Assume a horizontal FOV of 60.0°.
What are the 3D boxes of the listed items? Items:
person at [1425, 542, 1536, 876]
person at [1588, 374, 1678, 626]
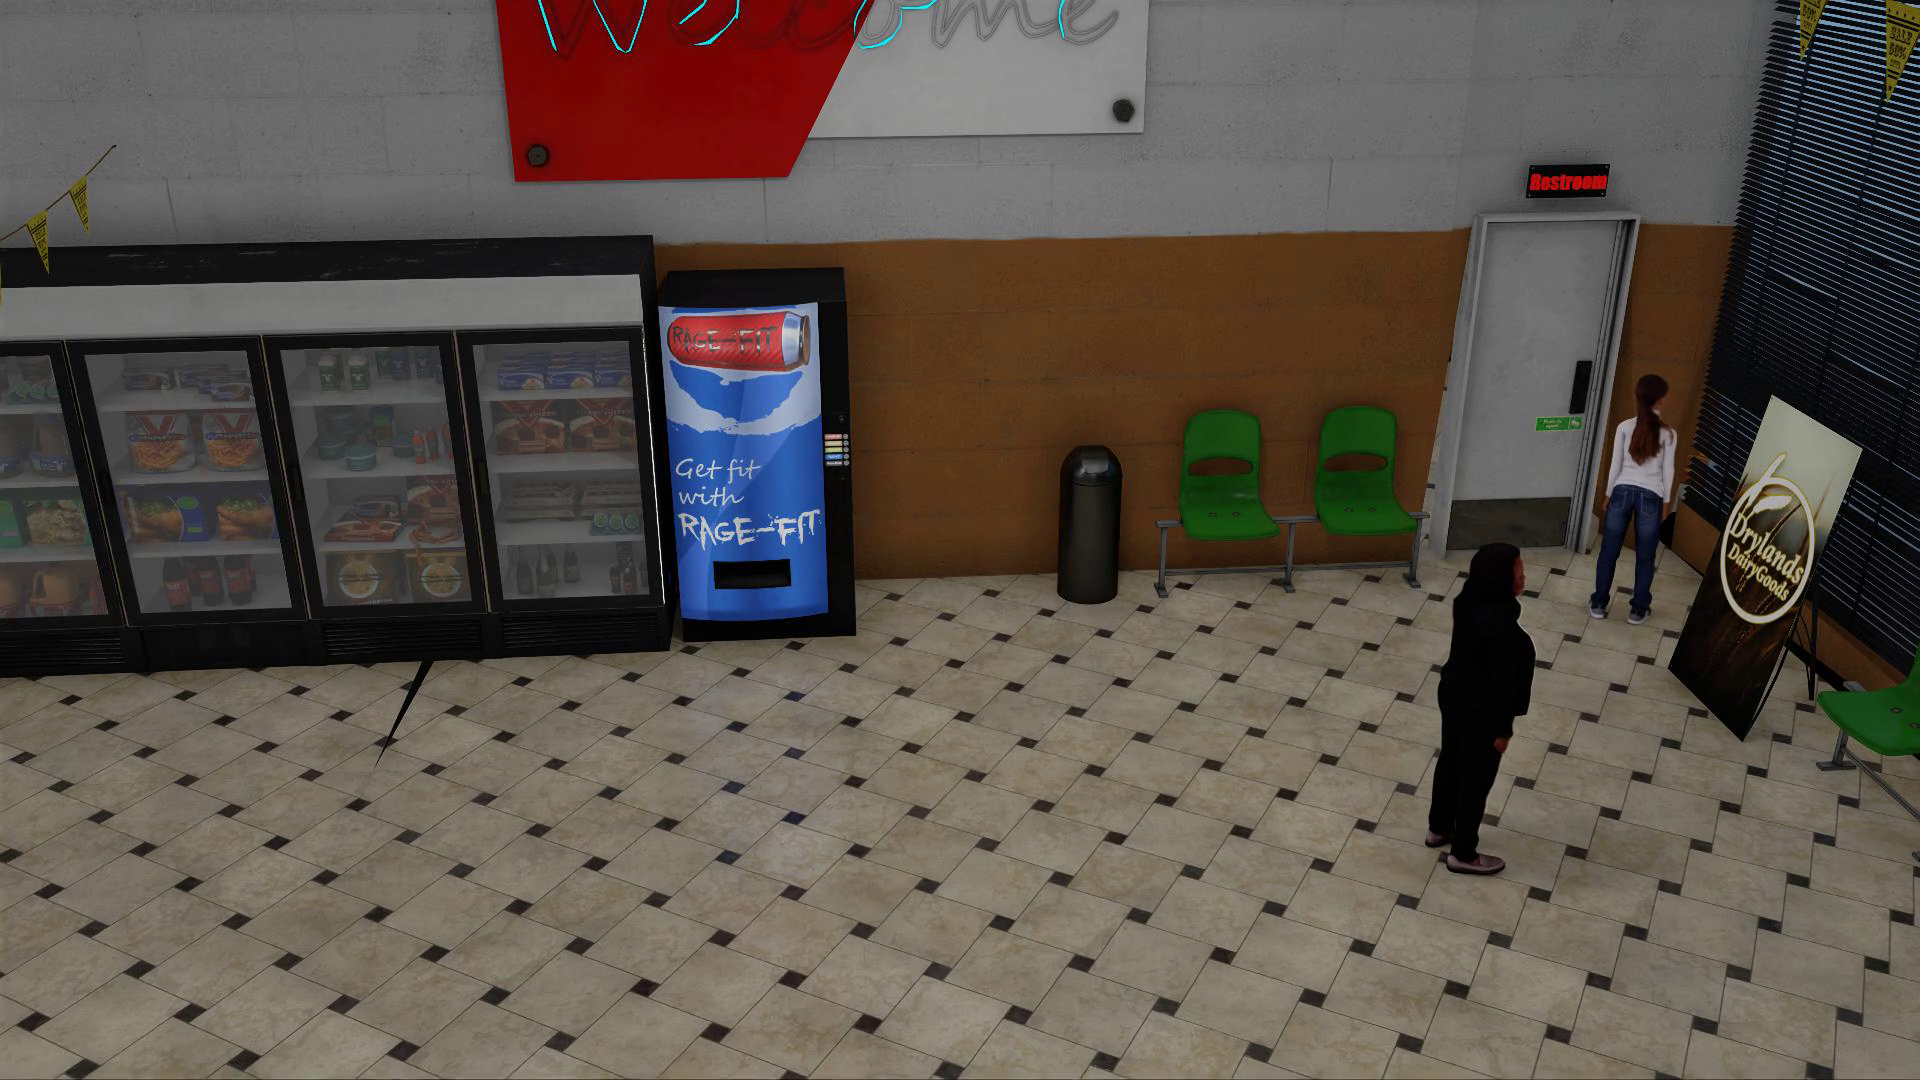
[{"bbox_3d":[2.376,0.767,7.659,0.710,1.617,0.573,-4,24,-9],"label":"person"},{"bbox_3d":[4.080,-0.246,10.051,0.617,1.556,0.648,12,26,25],"label":"person"}]
